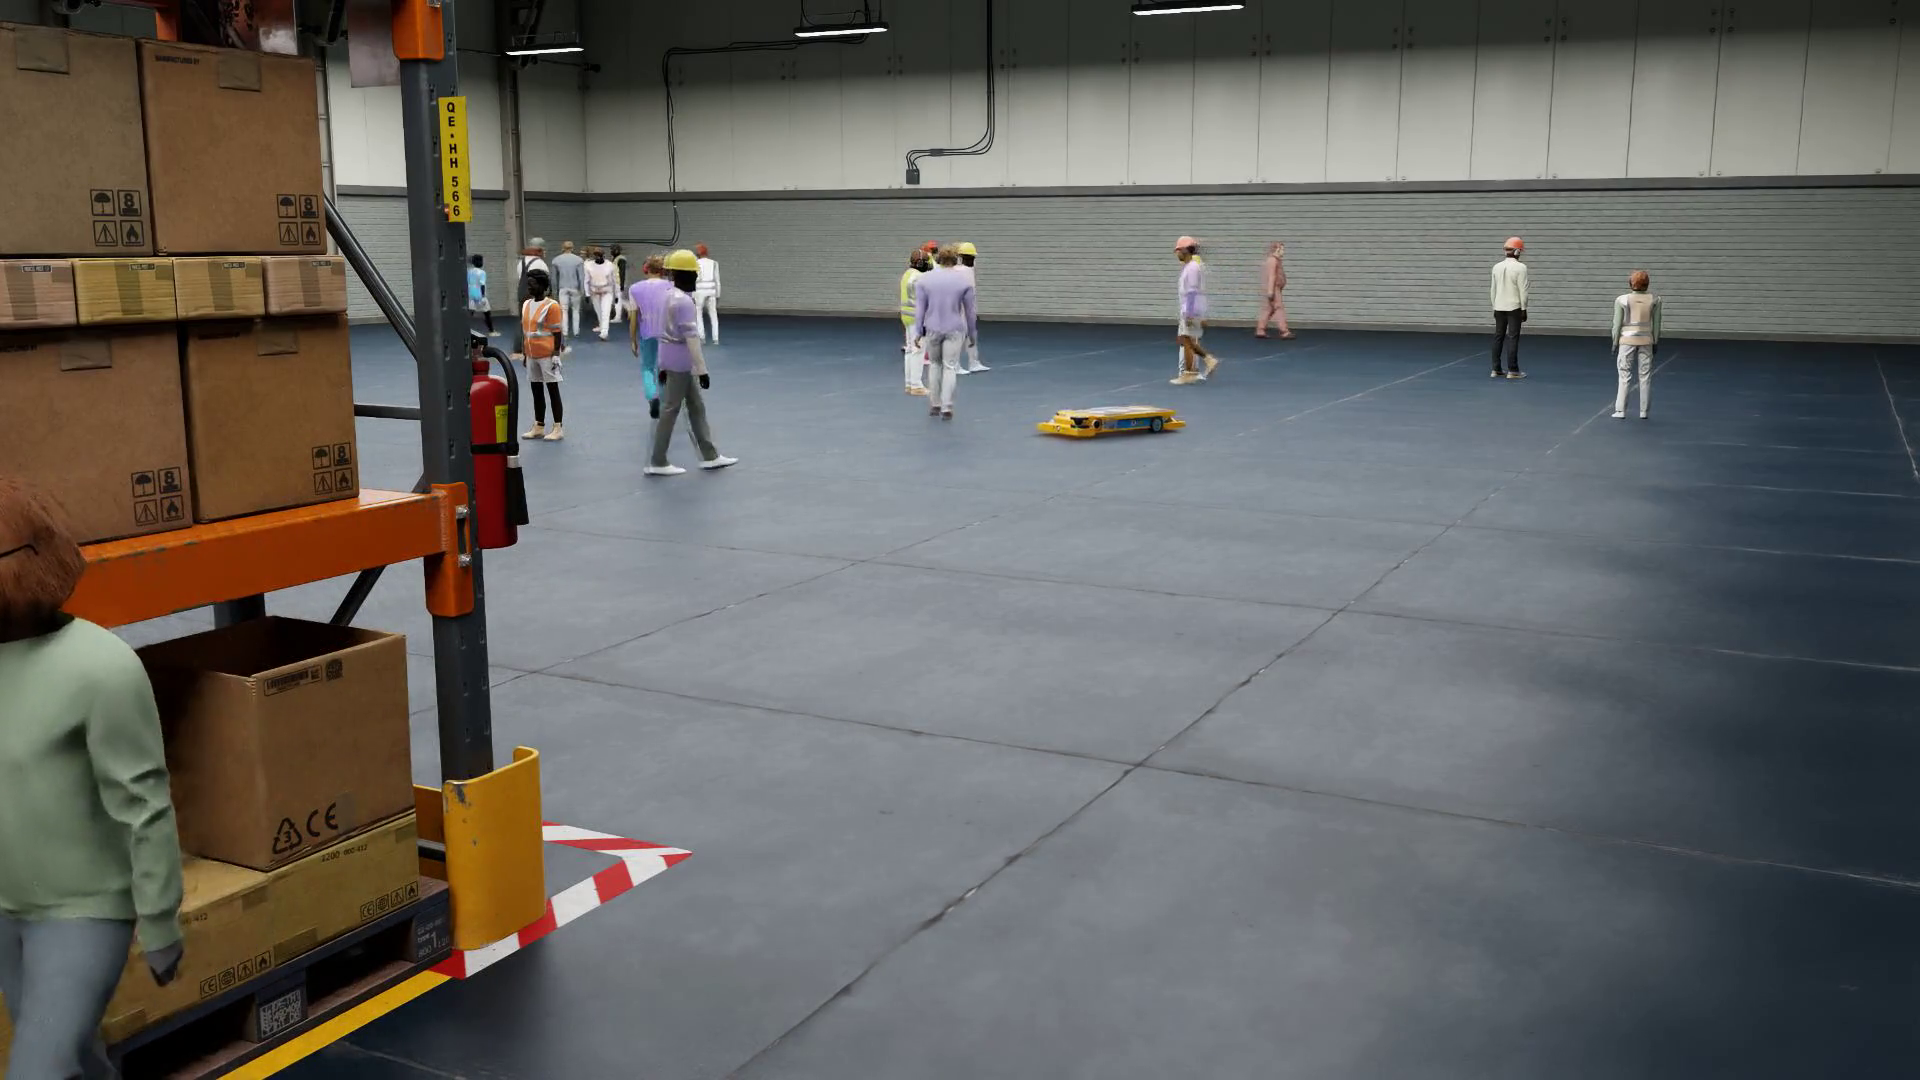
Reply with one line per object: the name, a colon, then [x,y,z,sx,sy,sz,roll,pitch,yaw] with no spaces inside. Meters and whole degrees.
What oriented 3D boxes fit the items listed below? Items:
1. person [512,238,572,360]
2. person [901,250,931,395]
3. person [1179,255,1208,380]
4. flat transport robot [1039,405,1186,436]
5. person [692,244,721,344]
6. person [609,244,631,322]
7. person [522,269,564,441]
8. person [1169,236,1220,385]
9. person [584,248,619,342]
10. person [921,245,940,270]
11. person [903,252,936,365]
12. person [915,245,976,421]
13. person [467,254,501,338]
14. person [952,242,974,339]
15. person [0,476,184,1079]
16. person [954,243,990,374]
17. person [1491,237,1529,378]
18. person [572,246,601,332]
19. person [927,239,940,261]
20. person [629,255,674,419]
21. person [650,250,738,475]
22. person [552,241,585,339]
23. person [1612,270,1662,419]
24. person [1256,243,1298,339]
person: [-6.901,-3.962,27.149,0.691,2.000,1.046,7,13,34]
person: [-0.527,-2.760,21.168,0.428,1.835,0.627,-3,11,-17]
person: [3.278,-3.112,23.318,0.285,1.746,0.491,-6,12,-30]
flat transport robot: [1.577,-1.237,17.117,1.431,0.197,0.652,-7,12,-34]
person: [-4.714,-4.557,30.879,0.614,1.868,0.427,-6,12,-32]
person: [-7.907,-5.981,38.768,0.598,1.827,0.632,-6,12,-30]
person: [-4.133,-1.822,16.419,0.540,1.696,0.316,7,13,34]
person: [3.171,-3.092,22.481,0.618,2.013,0.635,0,10,-2]
person: [-6.856,-4.684,31.800,0.616,1.786,0.990,0,10,3]
person: [-0.631,-4.676,31.629,0.586,1.835,1.019,-1,10,-3]
person: [-0.588,-3.589,25.891,0.468,1.759,0.535,-6,12,-28]
person: [-0.144,-2.297,18.415,0.663,1.905,0.871,1,10,5]
person: [-9.471,-4.777,32.660,0.540,1.652,0.857,7,13,35]
person: [-0.057,-4.813,32.194,0.648,1.891,0.437,0,10,-1]
person: [-1.647,0.687,2.961,0.501,1.616,0.447,5,12,26]
person: [0.186,-3.358,24.211,0.778,1.901,0.614,-3,11,-15]
person: [7.830,-3.302,23.676,0.376,1.995,0.611,-7,12,-32]
person: [-7.771,-5.200,34.568,0.548,1.784,0.983,5,11,25]
person: [-0.605,-5.651,36.673,0.456,1.920,0.574,0,10,-1]
person: [-3.286,-2.180,18.069,0.574,1.815,0.585,-3,11,-16]
person: [-2.247,-1.490,14.067,0.903,1.884,0.607,-4,11,-23]
person: [-7.631,-4.877,32.503,0.642,1.919,0.413,-1,10,-4]
person: [7.449,-2.145,18.335,0.511,1.640,0.308,1,10,7]
person: [6.191,-4.854,32.483,0.823,1.874,0.667,2,11,10]
